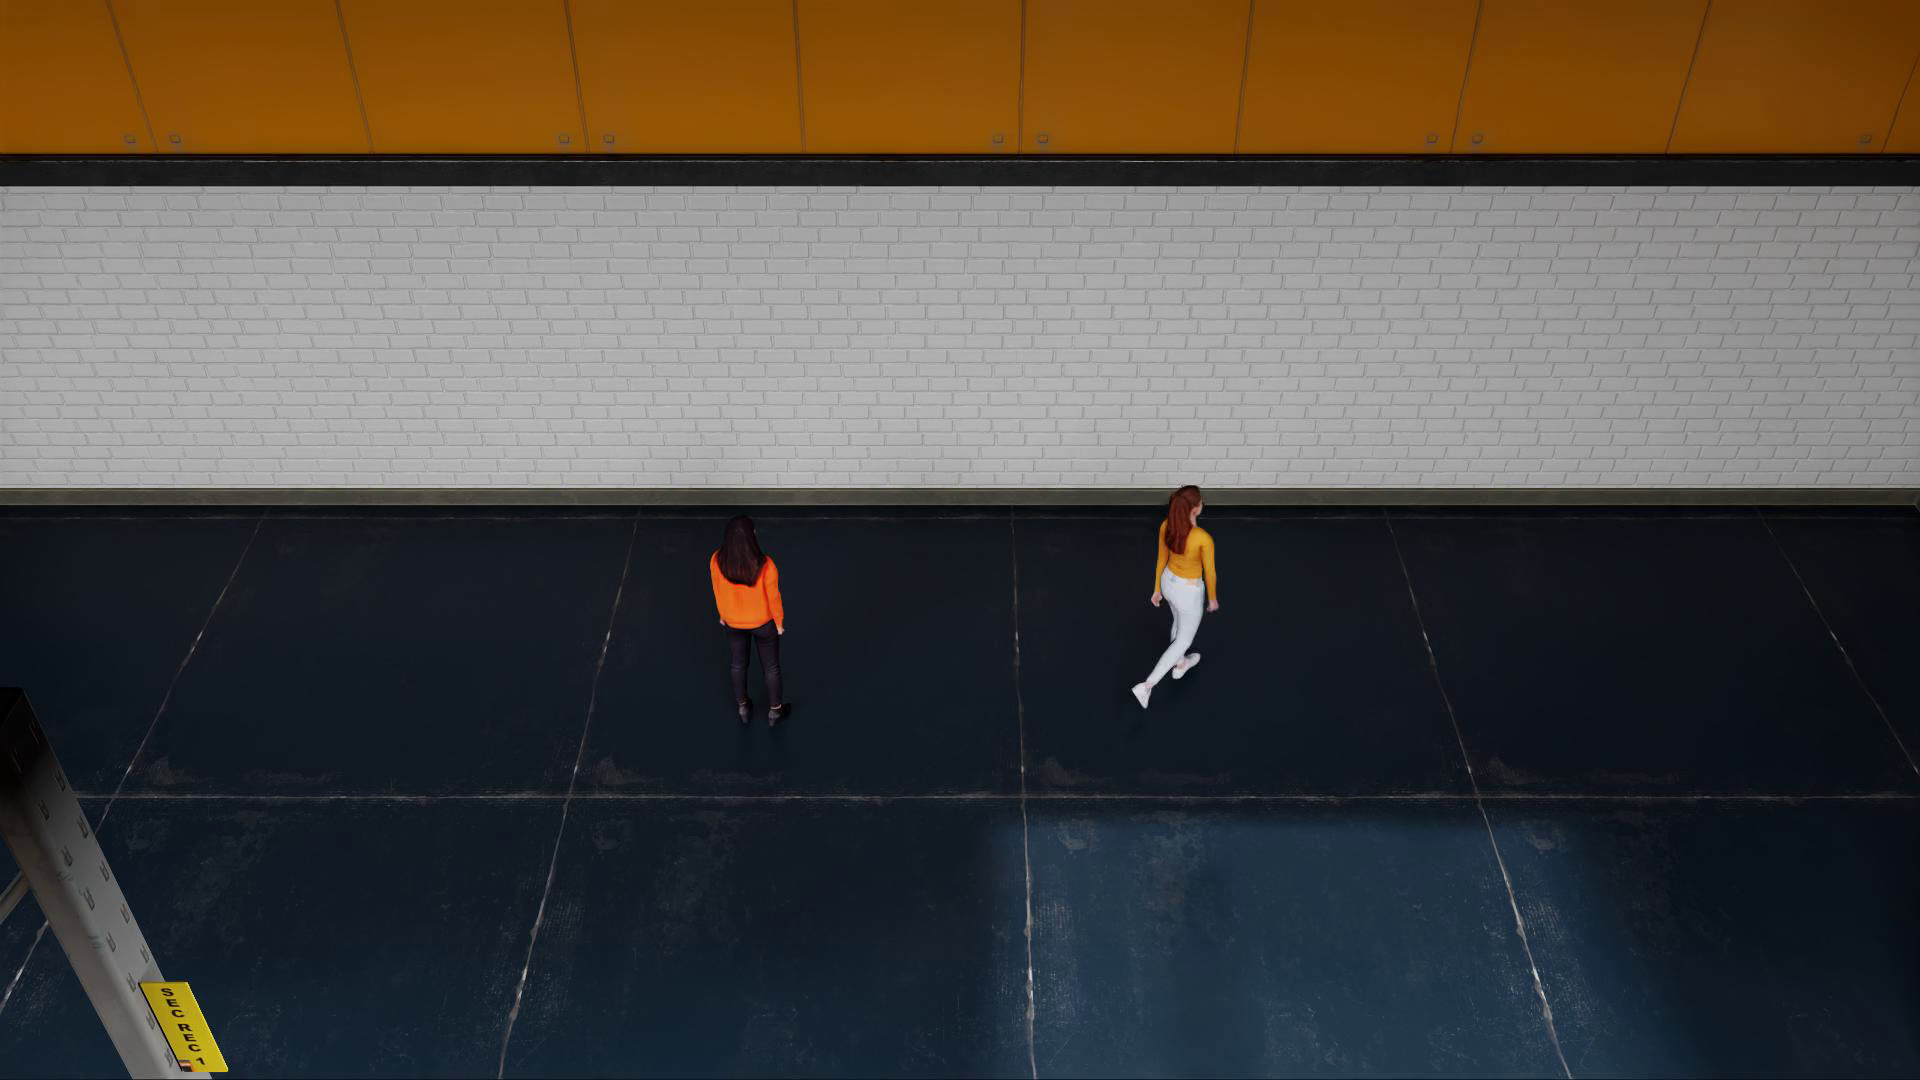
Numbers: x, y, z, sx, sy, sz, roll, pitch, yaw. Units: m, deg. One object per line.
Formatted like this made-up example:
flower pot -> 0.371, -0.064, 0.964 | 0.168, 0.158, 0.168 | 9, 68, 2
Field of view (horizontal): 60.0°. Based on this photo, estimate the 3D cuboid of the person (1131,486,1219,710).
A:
person -> 1.445, 0.410, 11.186 | 1.025, 1.728, 1.089 | 31, 48, 32

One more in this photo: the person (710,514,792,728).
person -> -1.387, 0.537, 11.011 | 0.673, 1.748, 0.630 | 9, 39, 11
